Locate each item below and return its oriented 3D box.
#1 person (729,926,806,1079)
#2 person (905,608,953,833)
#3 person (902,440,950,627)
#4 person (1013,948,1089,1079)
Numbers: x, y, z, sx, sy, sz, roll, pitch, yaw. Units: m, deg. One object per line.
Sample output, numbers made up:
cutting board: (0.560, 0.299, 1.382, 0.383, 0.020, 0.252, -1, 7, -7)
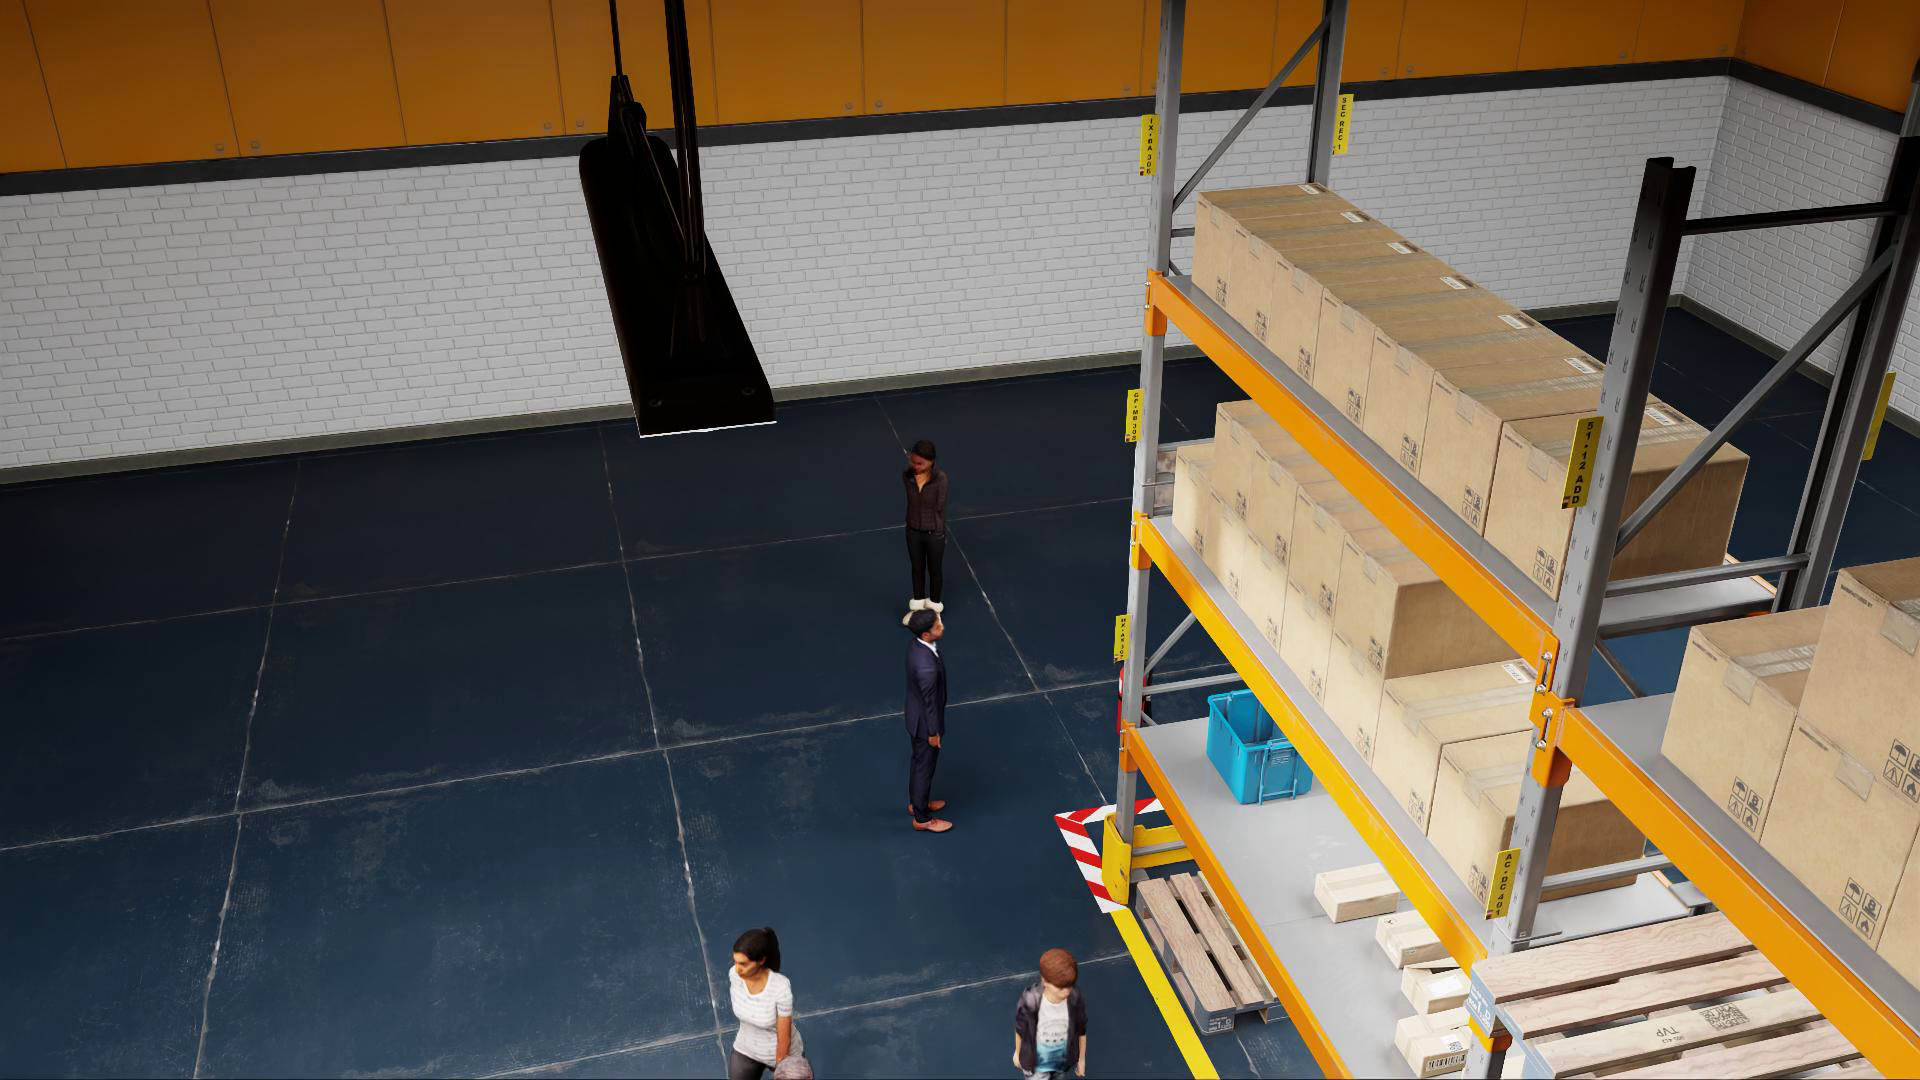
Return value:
person: (-0.956, 2.670, 8.857, 1.028, 1.595, 1.116, 14, 31, 23)
person: (-0.245, 1.214, 11.390, 0.707, 1.725, 0.470, -5, 29, -10)
person: (-0.285, -0.087, 13.842, 0.707, 1.662, 0.771, 4, 29, 8)
person: (0.472, 2.733, 8.940, 0.527, 1.406, 0.949, -7, 29, -13)
